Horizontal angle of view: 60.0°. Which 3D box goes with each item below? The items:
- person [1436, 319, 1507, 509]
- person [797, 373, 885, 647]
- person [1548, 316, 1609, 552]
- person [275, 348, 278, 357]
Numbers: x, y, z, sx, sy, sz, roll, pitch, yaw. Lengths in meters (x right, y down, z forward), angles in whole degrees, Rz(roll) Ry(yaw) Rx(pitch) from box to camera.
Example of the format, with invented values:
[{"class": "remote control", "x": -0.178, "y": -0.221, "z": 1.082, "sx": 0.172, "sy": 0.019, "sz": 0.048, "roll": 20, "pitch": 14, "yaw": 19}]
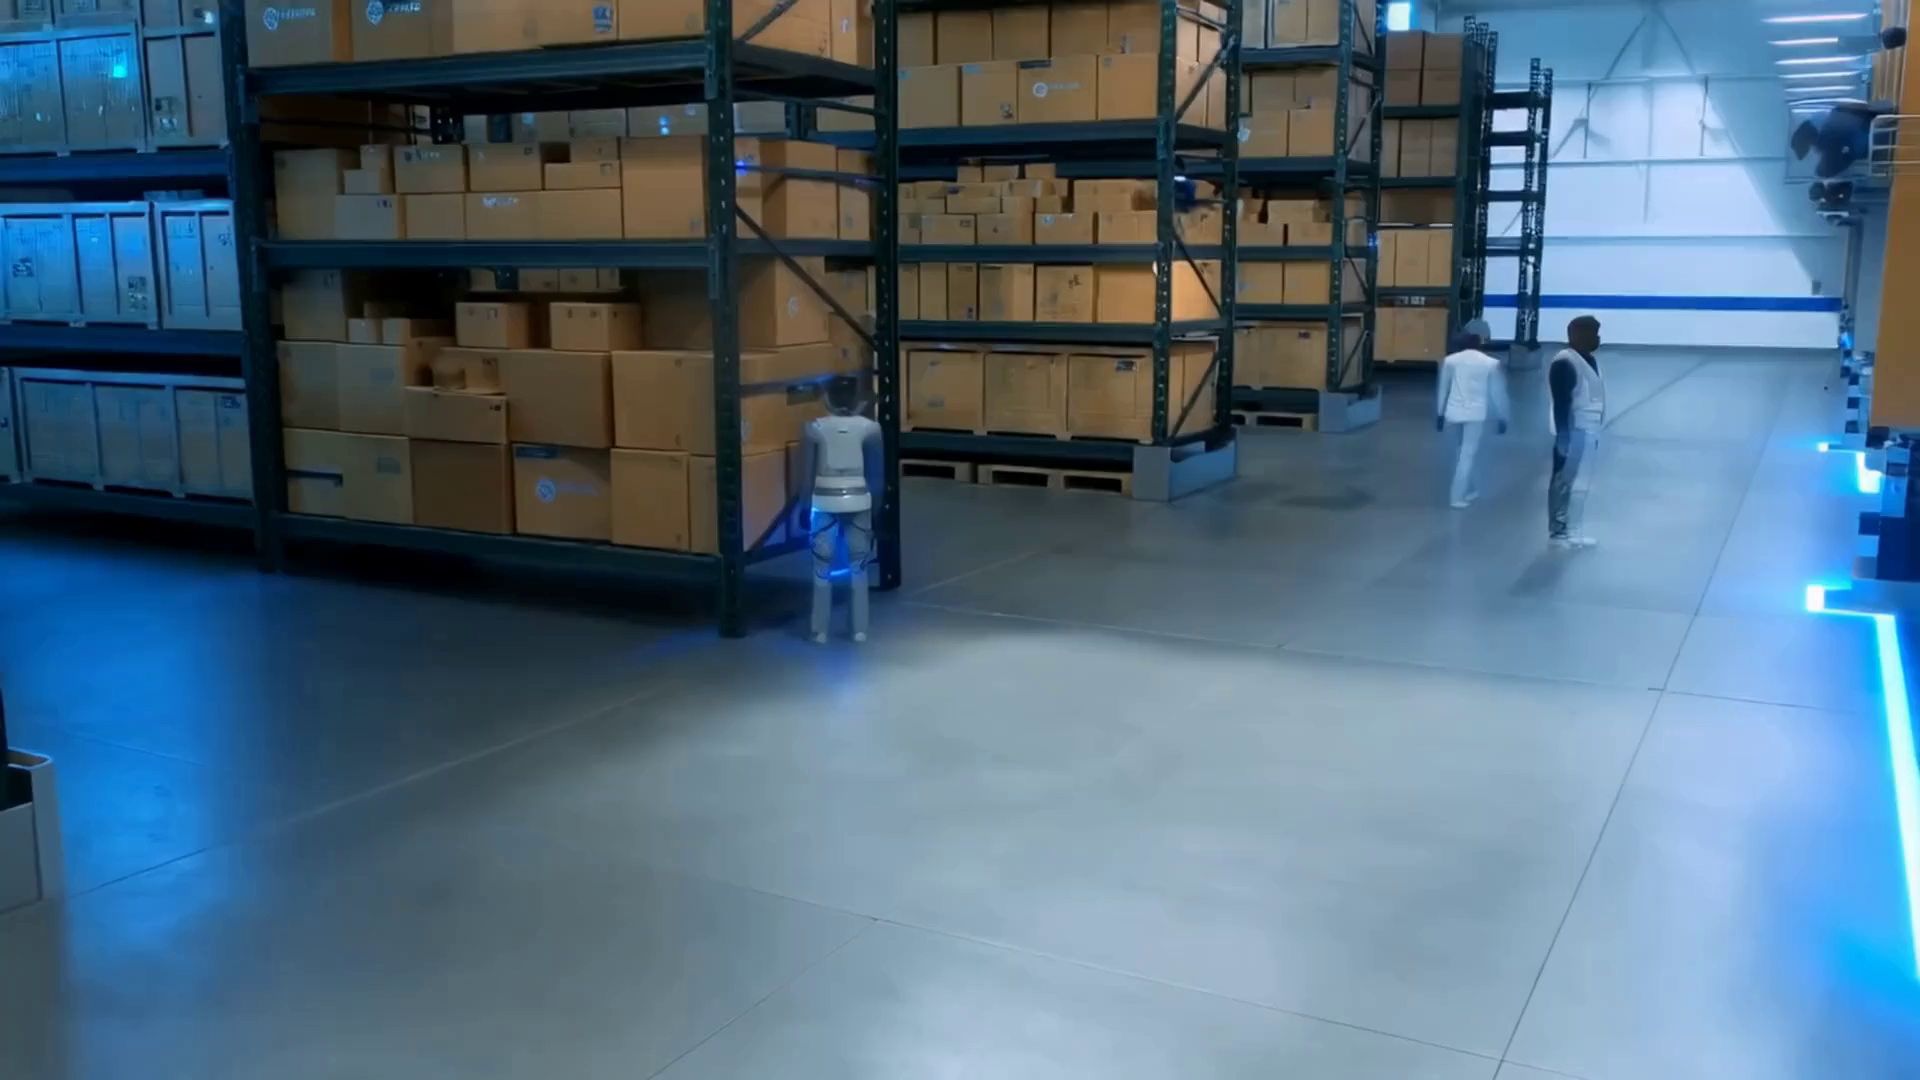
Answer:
[{"class": "person", "x": 4.748, "y": -1.160, "z": 15.304, "sx": 0.823, "sy": 1.713, "sz": 0.590, "roll": -9, "pitch": 13, "yaw": -42}, {"class": "person", "x": -0.701, "y": -0.175, "z": 9.879, "sx": 0.525, "sy": 1.632, "sz": 0.312, "roll": -3, "pitch": 10, "yaw": -16}, {"class": "person", "x": 4.864, "y": -0.836, "z": 13.094, "sx": 0.429, "sy": 1.844, "sz": 0.627, "roll": 9, "pitch": 13, "yaw": 42}, {"class": "person", "x": -8.017, "y": -1.986, "z": 19.470, "sx": 0.359, "sy": 1.936, "sz": 0.552, "roll": -3, "pitch": 10, "yaw": -17}]
